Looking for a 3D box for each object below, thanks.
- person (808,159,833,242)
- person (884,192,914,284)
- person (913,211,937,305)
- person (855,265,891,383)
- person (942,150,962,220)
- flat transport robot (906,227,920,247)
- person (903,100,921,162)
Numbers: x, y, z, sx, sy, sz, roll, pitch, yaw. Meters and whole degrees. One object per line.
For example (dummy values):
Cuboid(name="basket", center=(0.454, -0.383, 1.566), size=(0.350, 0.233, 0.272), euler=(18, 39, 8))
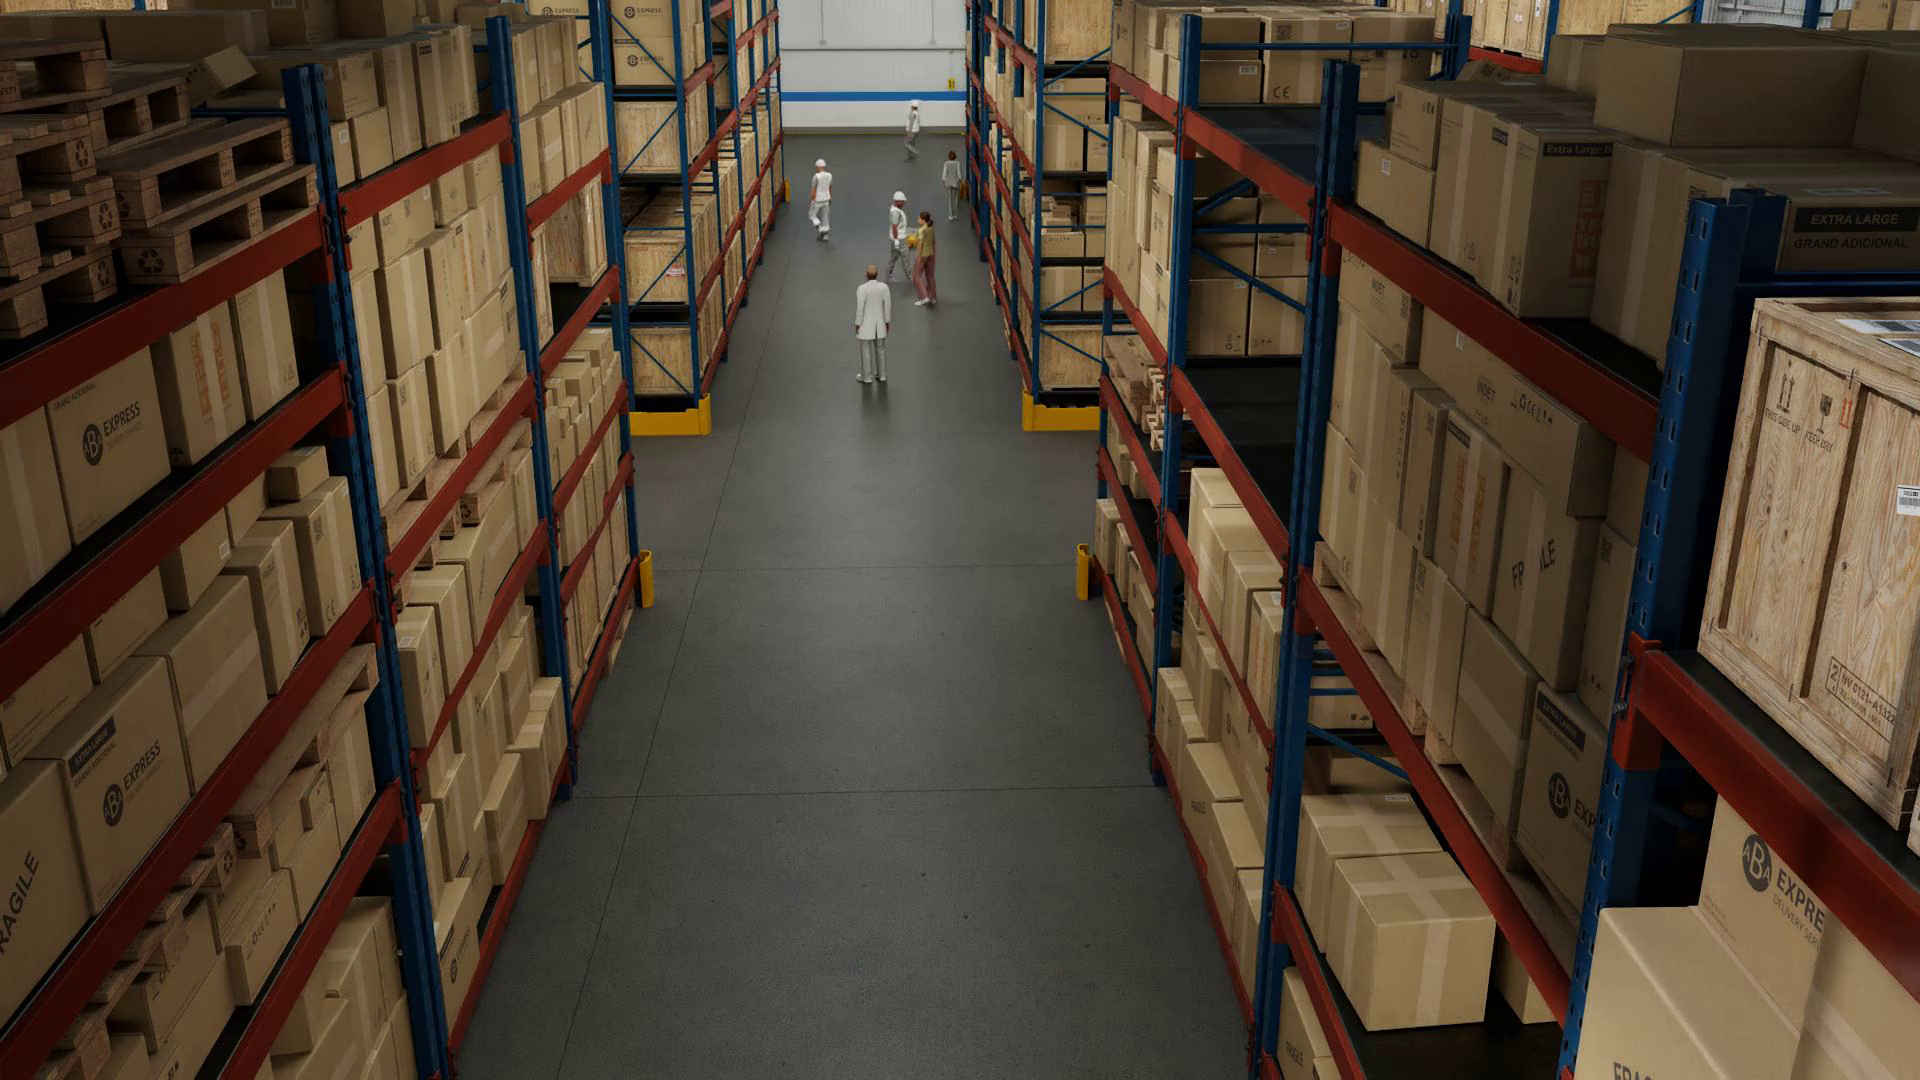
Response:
Cuboid(name="person", center=(-3.013, -7.365, 36.142), size=(0.559, 1.785, 0.500), euler=(-14, 25, -33))
Cuboid(name="person", center=(-1.099, -5.830, 32.096), size=(0.723, 1.777, 0.636), euler=(-5, 21, -12))
Cuboid(name="person", center=(-0.595, -5.145, 30.395), size=(0.427, 1.687, 0.475), euler=(17, 27, 39))
Cuboid(name="person", center=(-1.359, -3.309, 25.336), size=(0.571, 1.782, 0.392), euler=(-10, 23, -25))
Cuboid(name="person", center=(-0.190, -8.335, 39.026), size=(0.460, 1.601, 0.604), euler=(-1, 20, -2))
Cuboid(name="flat transport robot", center=(-1.012, -6.635, 36.501), size=(0.659, 0.254, 1.431), euler=(0, 20, 1))
Cuboid(name="person", center=(-1.401, -11.795, 48.039), size=(0.623, 1.769, 0.567), euler=(8, 22, 20))
